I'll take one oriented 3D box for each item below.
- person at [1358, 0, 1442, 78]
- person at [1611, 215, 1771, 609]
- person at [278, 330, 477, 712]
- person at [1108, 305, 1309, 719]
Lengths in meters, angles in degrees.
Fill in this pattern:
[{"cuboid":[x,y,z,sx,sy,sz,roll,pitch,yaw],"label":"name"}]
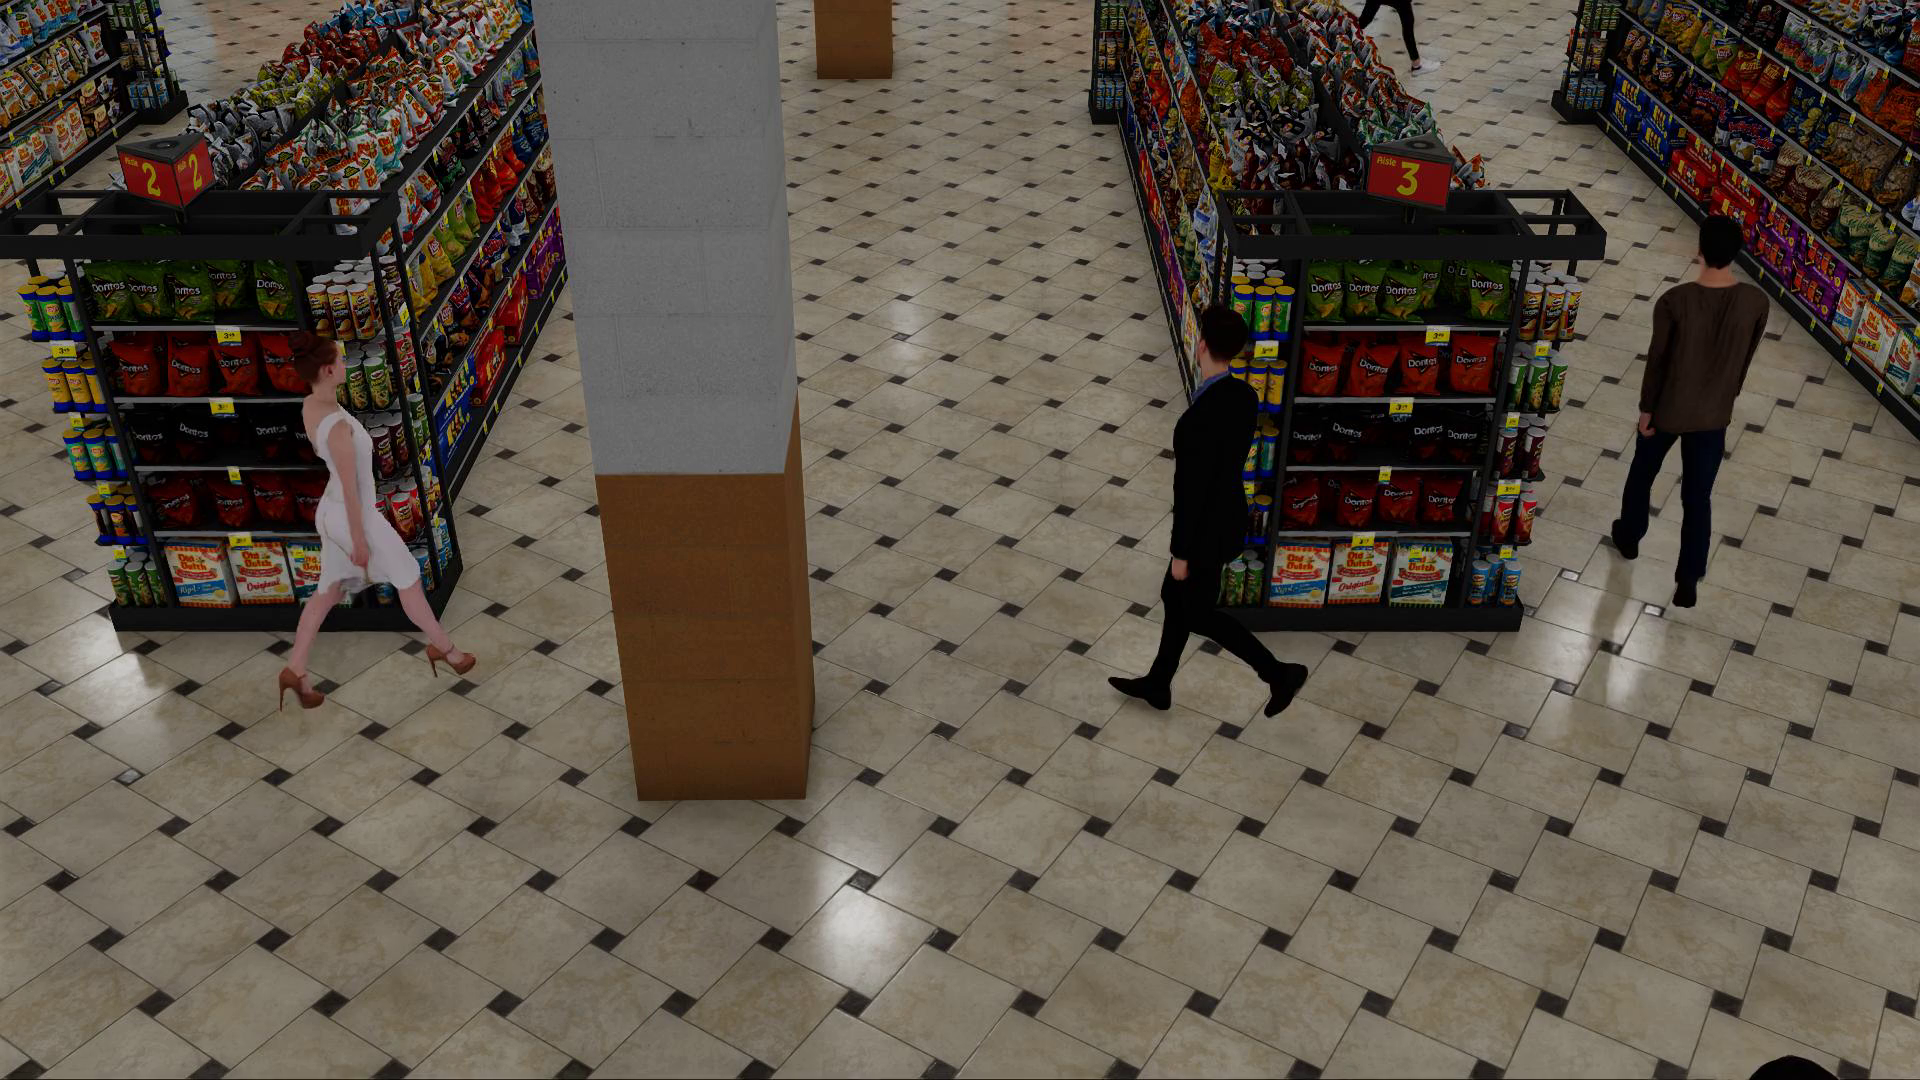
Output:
[{"cuboid":[3.787,-5.029,15.055,0.712,1.744,1.116,-2,32,-3],"label":"person"},{"cuboid":[3.430,-0.562,7.770,0.790,1.857,1.185,6,32,9],"label":"person"},{"cuboid":[-2.658,-0.022,7.003,1.020,1.749,1.085,-17,36,-26],"label":"person"},{"cuboid":[1.107,-0.014,6.909,1.069,1.835,1.165,11,34,18],"label":"person"}]
